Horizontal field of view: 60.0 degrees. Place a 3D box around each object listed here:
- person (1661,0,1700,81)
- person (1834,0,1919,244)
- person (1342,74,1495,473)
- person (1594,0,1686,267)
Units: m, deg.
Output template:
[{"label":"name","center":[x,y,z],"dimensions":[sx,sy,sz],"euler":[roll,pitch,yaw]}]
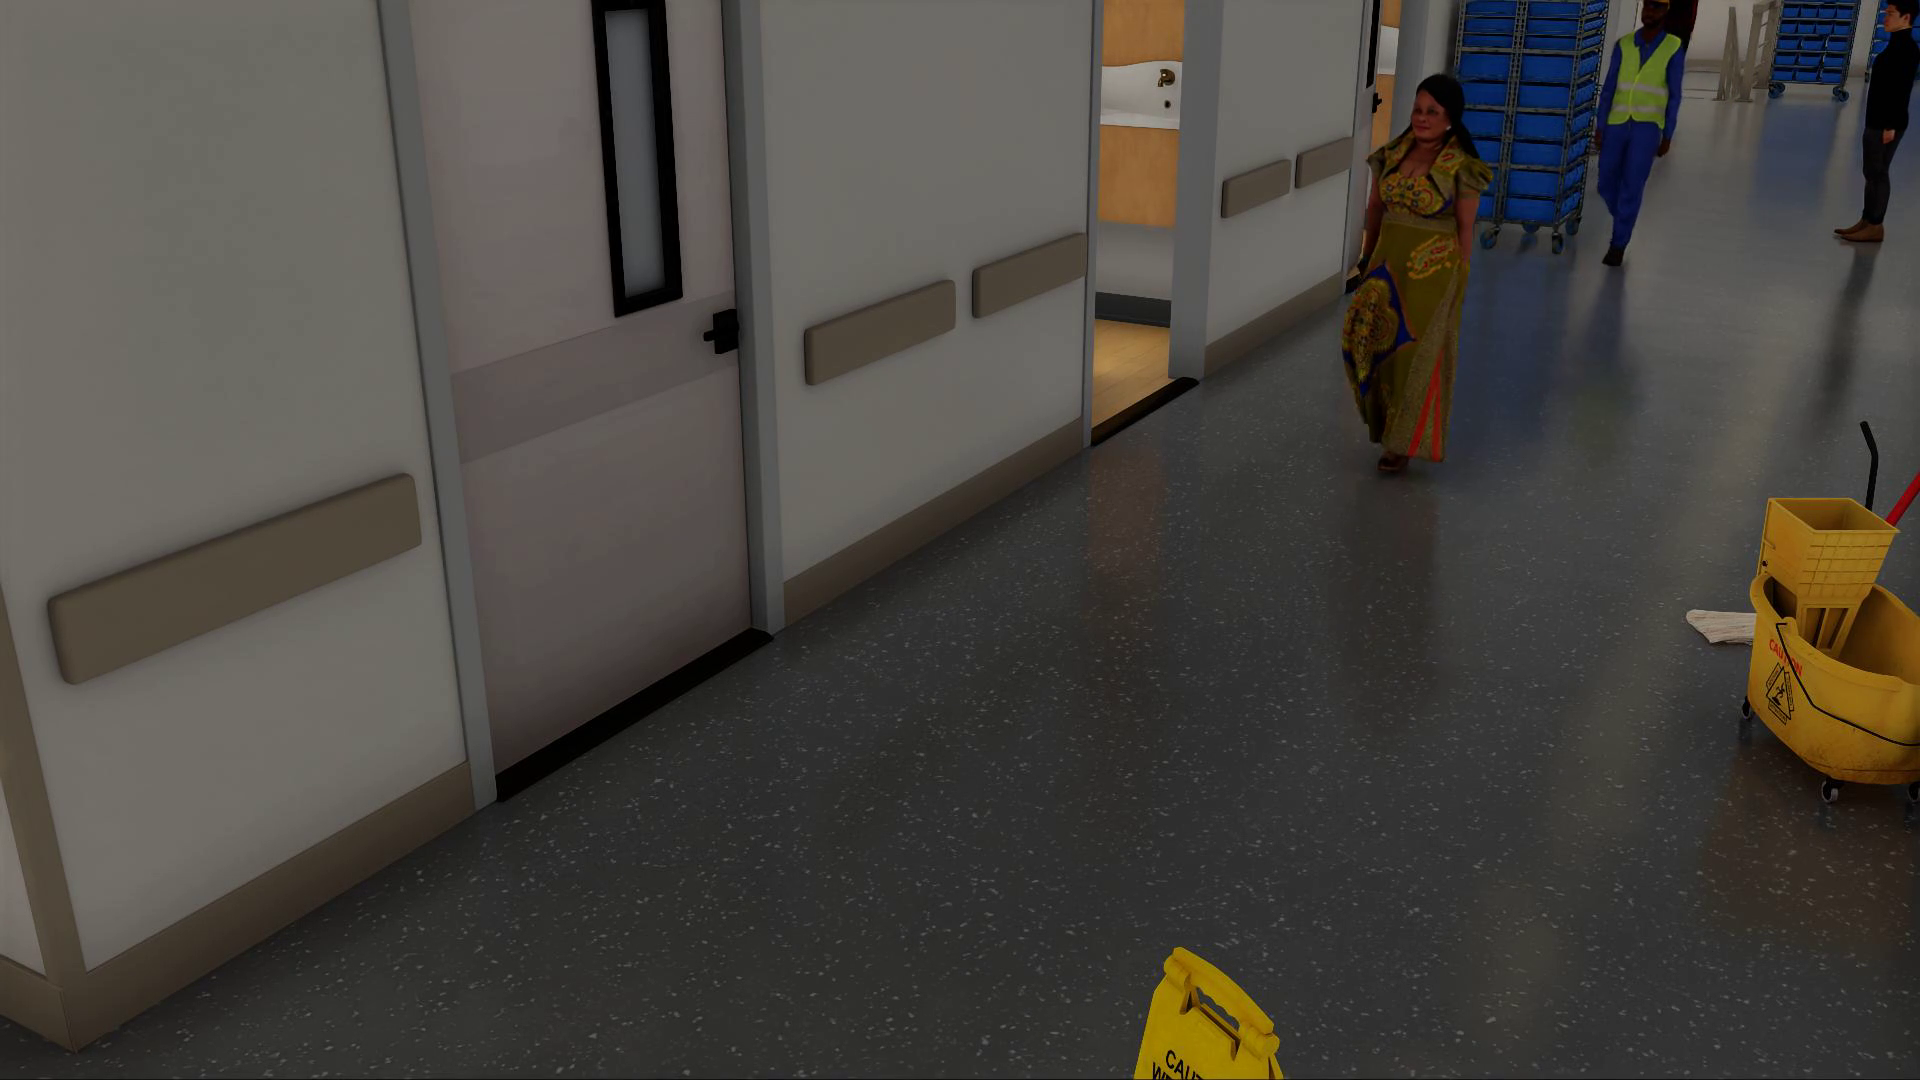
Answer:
[{"label":"person","center":[9.037,-6.400,20.965],"dimensions":[0.624,1.658,0.573],"euler":[7,22,17]},{"label":"person","center":[6.670,-3.031,11.978],"dimensions":[0.752,1.722,0.563],"euler":[6,21,15]},{"label":"person","center":[1.965,-1.136,7.080],"dimensions":[0.785,1.648,0.948],"euler":[16,26,36]},{"label":"person","center":[4.567,-2.787,11.233],"dimensions":[0.740,1.794,1.082],"euler":[14,25,33]}]
